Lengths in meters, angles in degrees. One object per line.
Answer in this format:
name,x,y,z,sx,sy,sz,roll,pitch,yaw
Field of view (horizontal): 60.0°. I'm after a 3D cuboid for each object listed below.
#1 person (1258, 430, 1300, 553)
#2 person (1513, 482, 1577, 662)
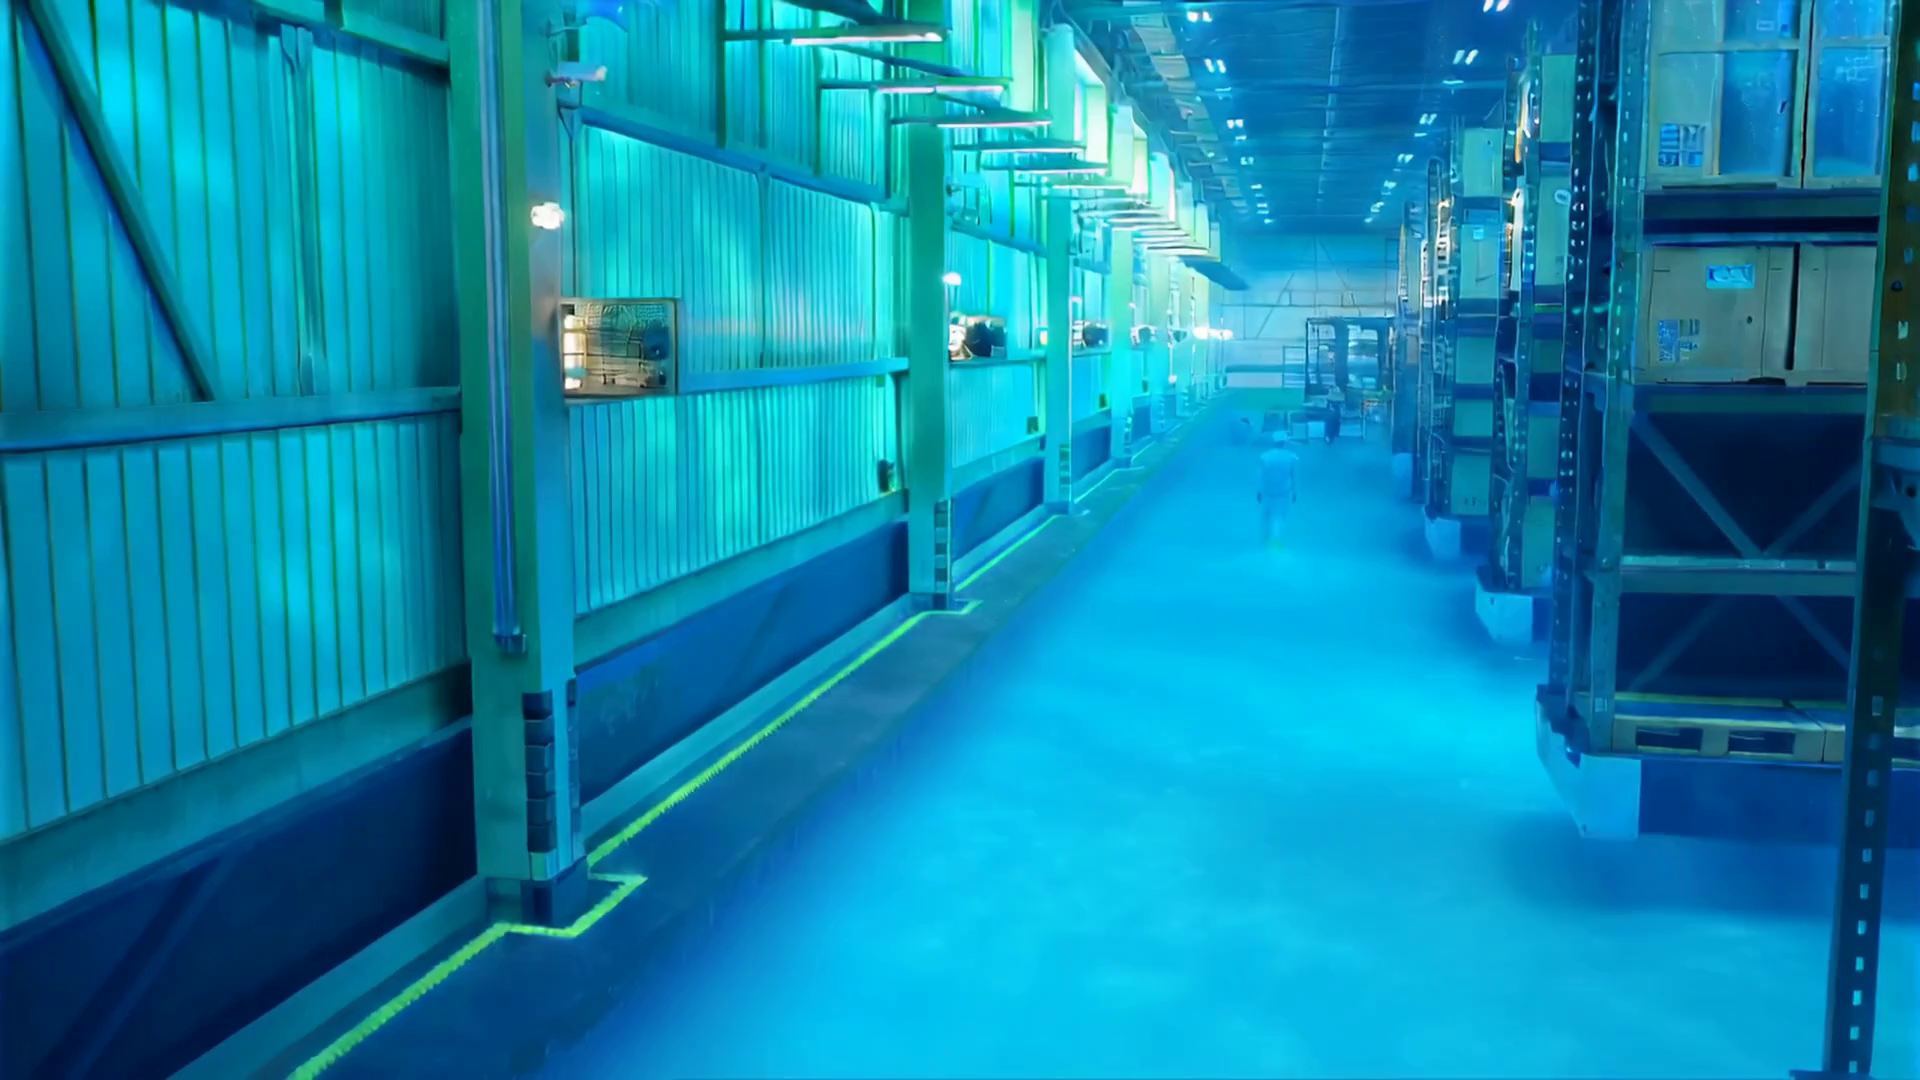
person,4.516,-0.701,23.603,0.597,1.707,0.856,1,7,7
person,5.687,0.306,15.504,0.865,1.734,0.518,2,7,18
